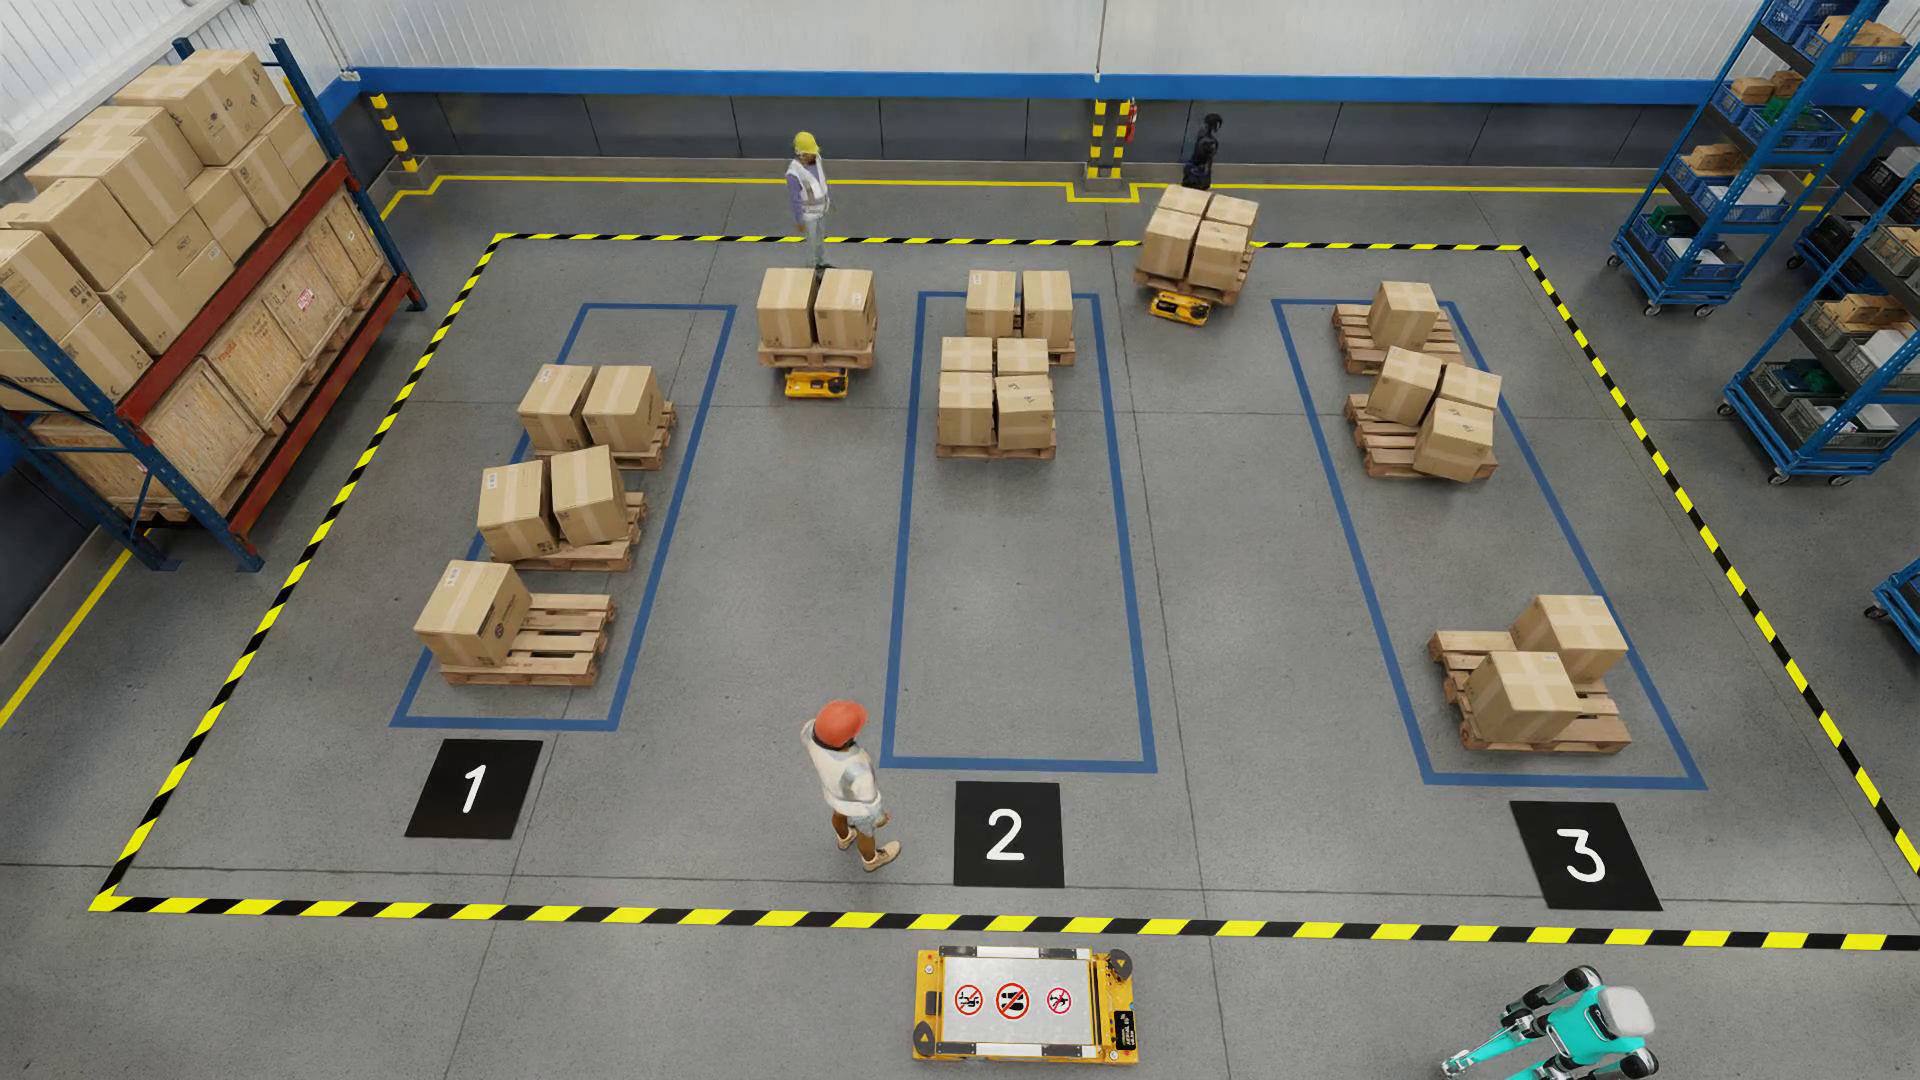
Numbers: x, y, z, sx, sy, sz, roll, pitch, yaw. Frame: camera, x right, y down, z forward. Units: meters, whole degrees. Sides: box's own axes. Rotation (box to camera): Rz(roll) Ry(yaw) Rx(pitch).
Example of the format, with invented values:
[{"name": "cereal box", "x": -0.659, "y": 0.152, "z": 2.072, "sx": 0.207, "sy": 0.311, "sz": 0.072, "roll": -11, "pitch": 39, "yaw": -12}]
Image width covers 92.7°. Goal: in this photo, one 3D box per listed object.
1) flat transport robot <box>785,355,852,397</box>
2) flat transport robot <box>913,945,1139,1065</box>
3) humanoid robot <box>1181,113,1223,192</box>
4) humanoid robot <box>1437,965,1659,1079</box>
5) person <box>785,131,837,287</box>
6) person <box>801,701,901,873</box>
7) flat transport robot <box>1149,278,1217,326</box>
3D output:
[{"name": "flat transport robot", "x": -1.533, "y": -2.139, "z": 10.211, "sx": 0.652, "sy": 0.197, "sz": 1.431, "roll": 1, "pitch": 51, "yaw": 1}, {"name": "flat transport robot", "x": 0.422, "y": 3.041, "z": 6.007, "sx": 1.431, "sy": 0.231, "sz": 0.659, "roll": 1, "pitch": 51, "yaw": 1}, {"name": "humanoid robot", "x": 2.876, "y": -4.419, "z": 11.217, "sx": 0.790, "sy": 1.630, "sz": 0.590, "roll": -8, "pitch": 51, "yaw": -6}, {"name": "humanoid robot", "x": 3.098, "y": 2.885, "z": 5.103, "sx": 0.735, "sy": 1.673, "sz": 0.533, "roll": -12, "pitch": 52, "yaw": -10}, {"name": "person", "x": -1.703, "y": -3.831, "z": 10.599, "sx": 0.404, "sy": 1.829, "sz": 0.599, "roll": 20, "pitch": 53, "yaw": 15}, {"name": "person", "x": -0.706, "y": 1.627, "z": 6.014, "sx": 0.606, "sy": 2.048, "sz": 0.366, "roll": 36, "pitch": 59, "yaw": 25}, {"name": "flat transport robot", "x": 2.782, "y": -3.134, "z": 11.023, "sx": 0.652, "sy": 0.197, "sz": 1.431, "roll": 17, "pitch": 53, "yaw": 14}]
